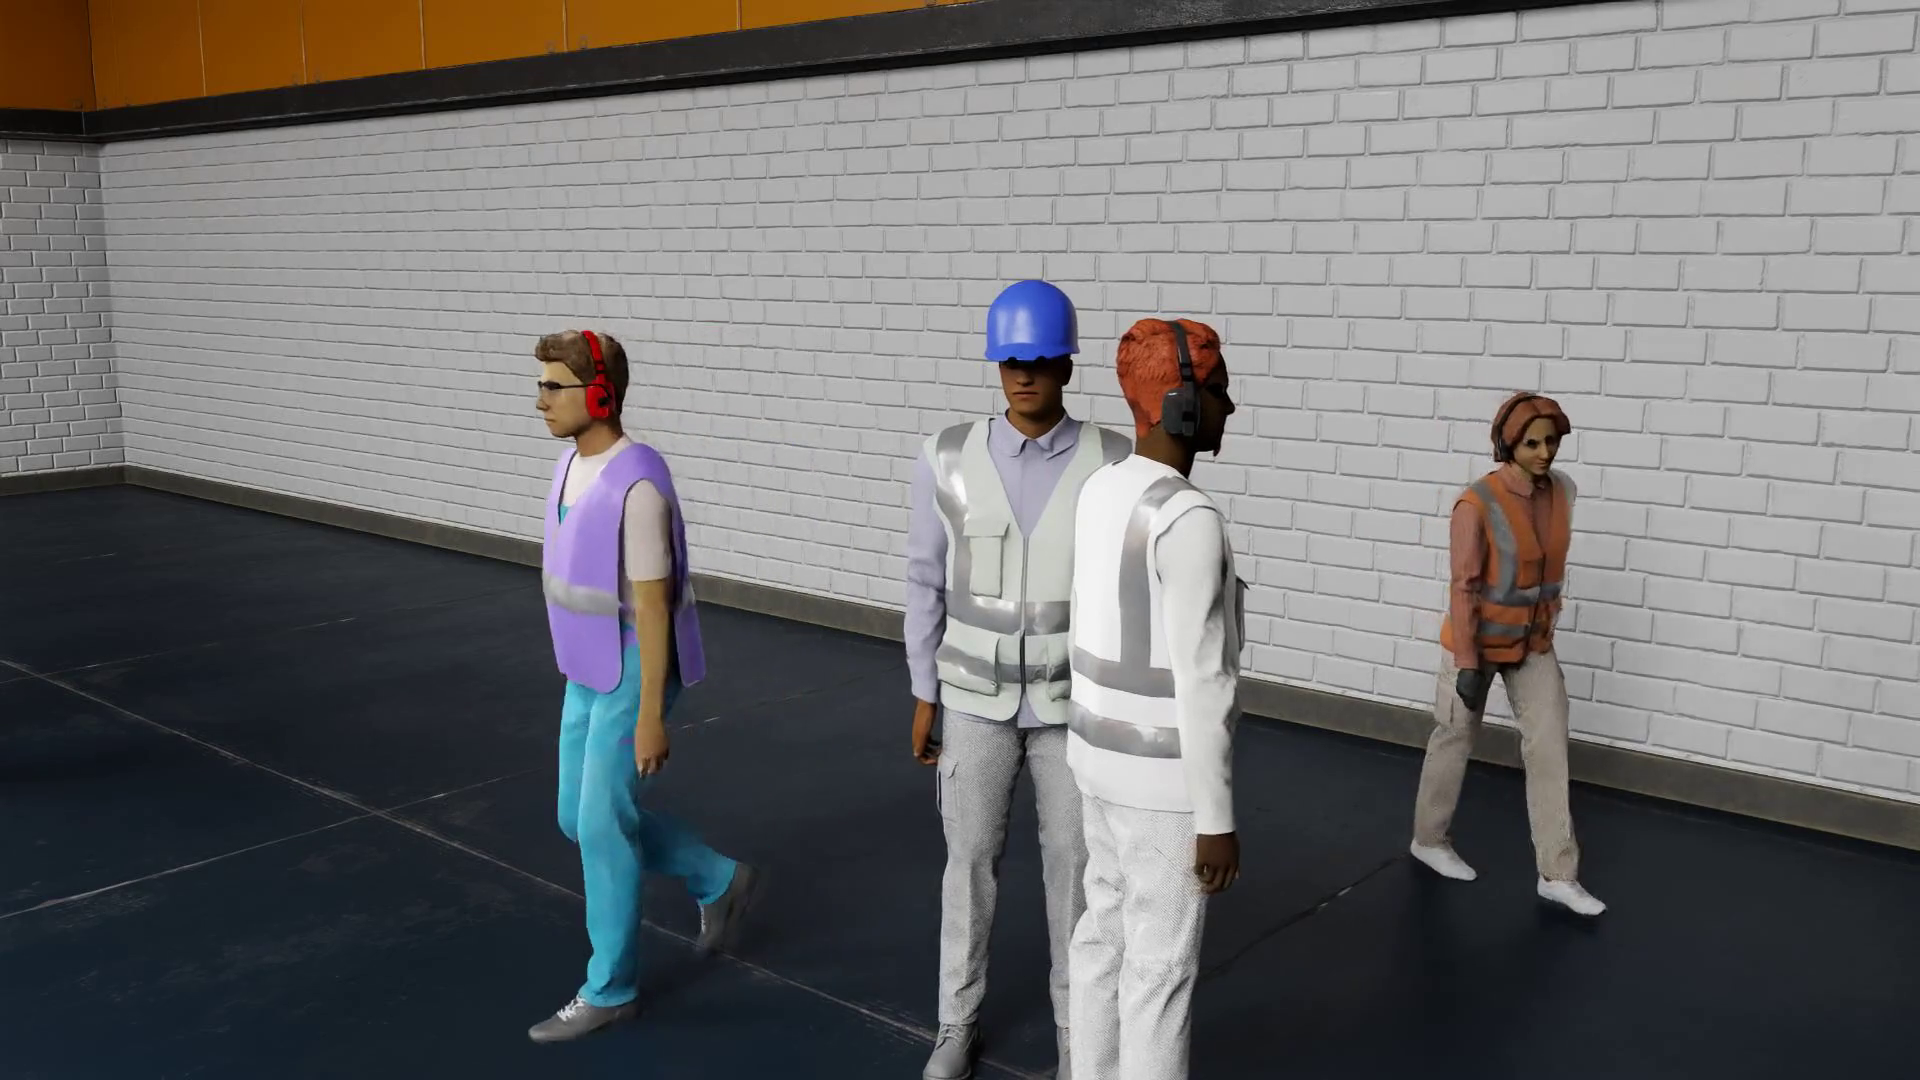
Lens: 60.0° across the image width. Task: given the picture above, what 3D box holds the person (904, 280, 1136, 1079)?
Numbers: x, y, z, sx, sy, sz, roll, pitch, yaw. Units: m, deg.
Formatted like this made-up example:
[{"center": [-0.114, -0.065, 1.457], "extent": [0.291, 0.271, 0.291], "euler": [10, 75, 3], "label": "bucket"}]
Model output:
[{"center": [0.166, 0.365, 3.961], "extent": [0.604, 1.949, 0.398], "euler": [1, 10, 7], "label": "person"}]

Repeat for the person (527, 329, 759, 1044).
[{"center": [-0.837, 0.368, 4.307], "extent": [0.601, 1.829, 0.564], "euler": [-6, 12, -32], "label": "person"}]

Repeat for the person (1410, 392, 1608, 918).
[{"center": [1.676, 0.345, 5.071], "extent": [0.518, 1.589, 0.803], "euler": [-5, 11, -26], "label": "person"}]

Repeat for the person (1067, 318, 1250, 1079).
[{"center": [0.404, 0.492, 3.430], "extent": [0.360, 1.883, 0.574], "euler": [-3, 10, -17], "label": "person"}]
